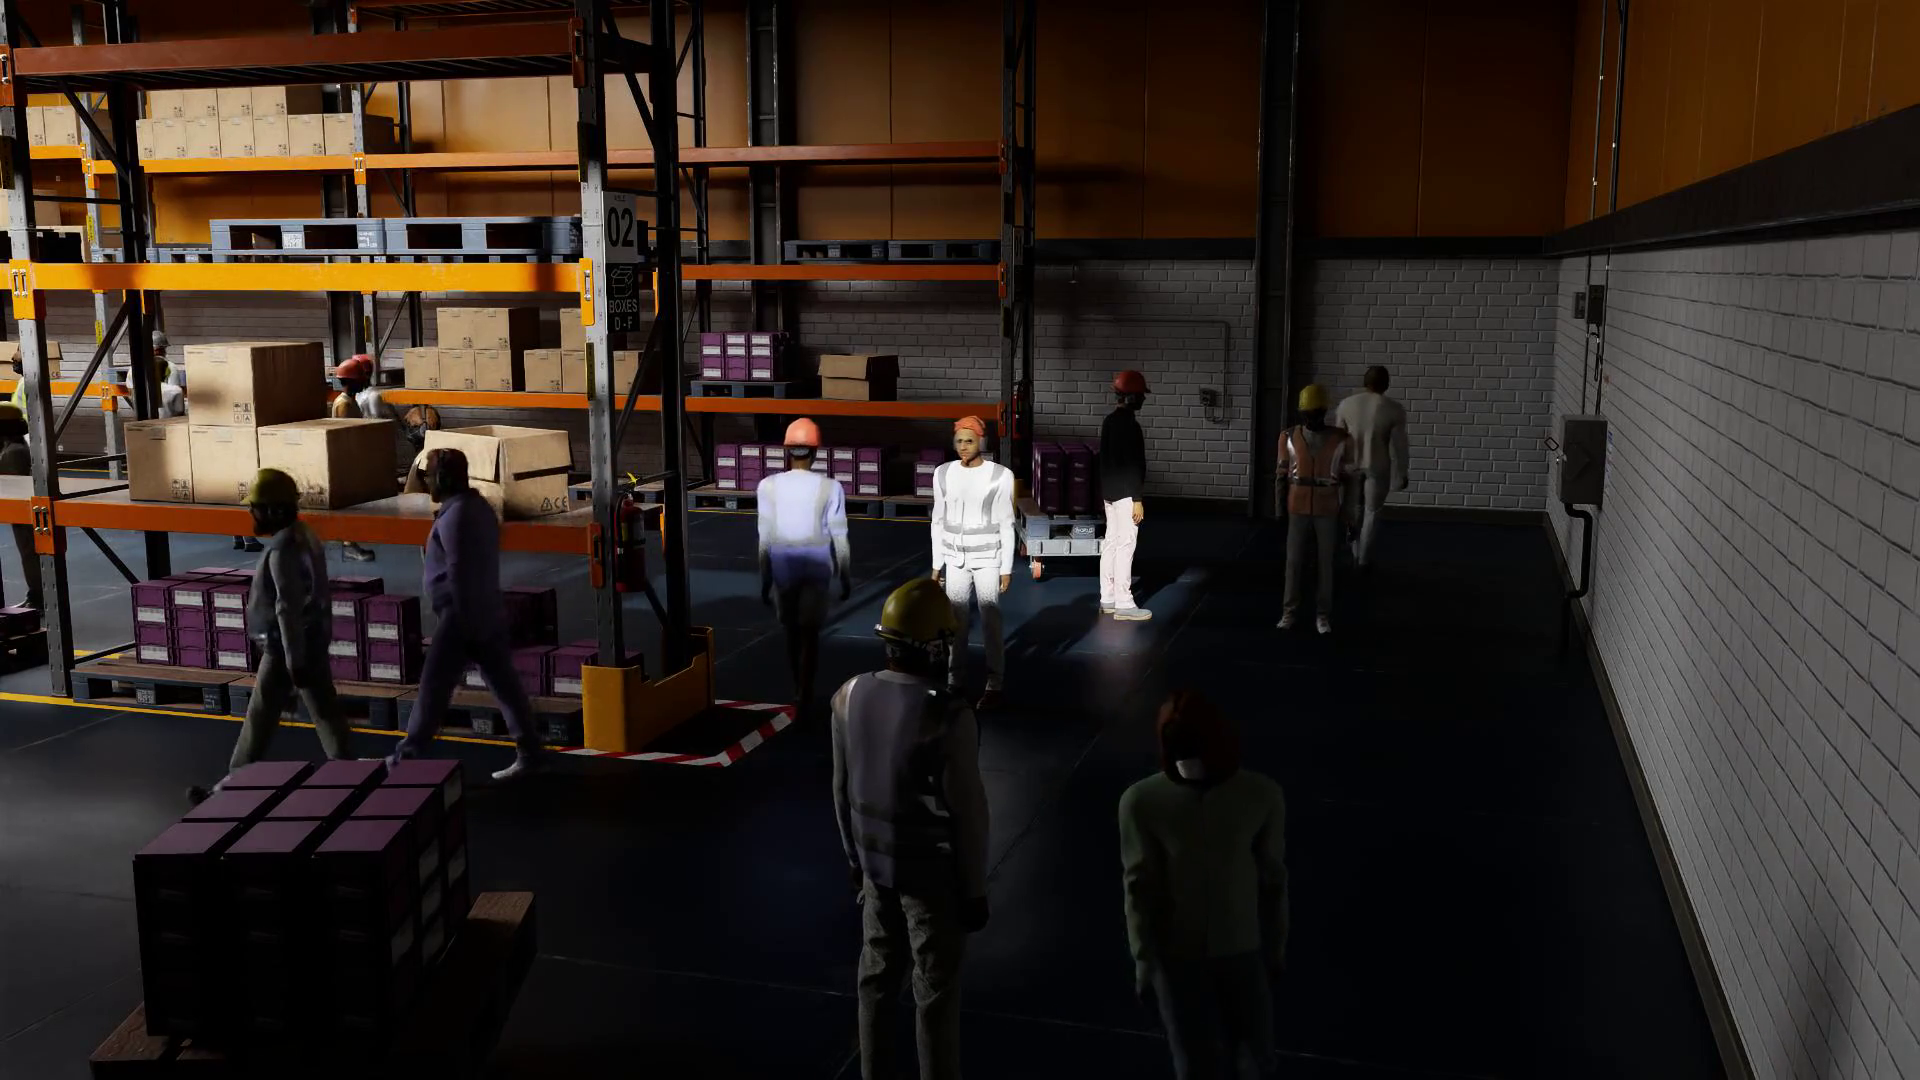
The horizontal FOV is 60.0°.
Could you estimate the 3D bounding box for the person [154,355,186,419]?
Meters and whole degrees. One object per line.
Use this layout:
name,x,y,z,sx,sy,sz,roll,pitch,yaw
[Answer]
person,-8.628,-1.079,18.097,0.546,1.864,0.405,0,9,0

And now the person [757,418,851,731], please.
person,-0.960,0.189,10.298,0.557,1.892,0.898,1,9,7

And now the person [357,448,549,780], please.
person,-2.730,0.425,8.983,1.008,1.842,0.658,0,9,2

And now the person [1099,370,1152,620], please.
person,1.330,-0.362,13.322,0.395,1.992,0.622,-3,10,-17

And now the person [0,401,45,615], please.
person,-7.593,-0.248,13.396,0.314,1.743,0.489,-5,10,-26

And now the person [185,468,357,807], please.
person,-3.531,0.521,8.549,0.857,1.787,0.595,-1,9,-6

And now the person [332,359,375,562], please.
person,-5.796,-0.760,15.924,0.375,1.935,0.551,-3,10,-18

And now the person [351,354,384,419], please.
person,-6.318,-1.047,17.798,0.937,1.904,0.558,-6,11,-34

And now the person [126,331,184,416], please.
person,-9.773,-1.541,20.371,0.681,2.000,0.536,2,10,14

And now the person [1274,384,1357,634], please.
person,2.730,-0.233,12.791,0.630,1.915,0.408,3,10,17

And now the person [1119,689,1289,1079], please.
person,0.712,1.217,4.864,0.507,1.607,0.363,0,9,-2

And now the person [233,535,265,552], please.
person,-7.076,-0.762,16.478,0.320,1.762,0.522,-9,13,-44

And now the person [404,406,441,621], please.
person,-3.757,-0.041,11.881,0.430,1.835,0.621,-2,10,-14

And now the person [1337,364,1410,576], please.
person,3.828,-0.652,15.296,0.661,1.921,0.720,6,11,33

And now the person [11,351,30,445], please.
person,-10.983,-1.324,19.690,0.429,1.837,0.624,-6,11,-32

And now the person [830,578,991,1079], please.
person,-0.132,1.027,5.348,0.599,1.832,0.404,8,12,39

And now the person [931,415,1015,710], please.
person,0.082,0.143,10.607,0.578,1.879,0.347,5,10,26
